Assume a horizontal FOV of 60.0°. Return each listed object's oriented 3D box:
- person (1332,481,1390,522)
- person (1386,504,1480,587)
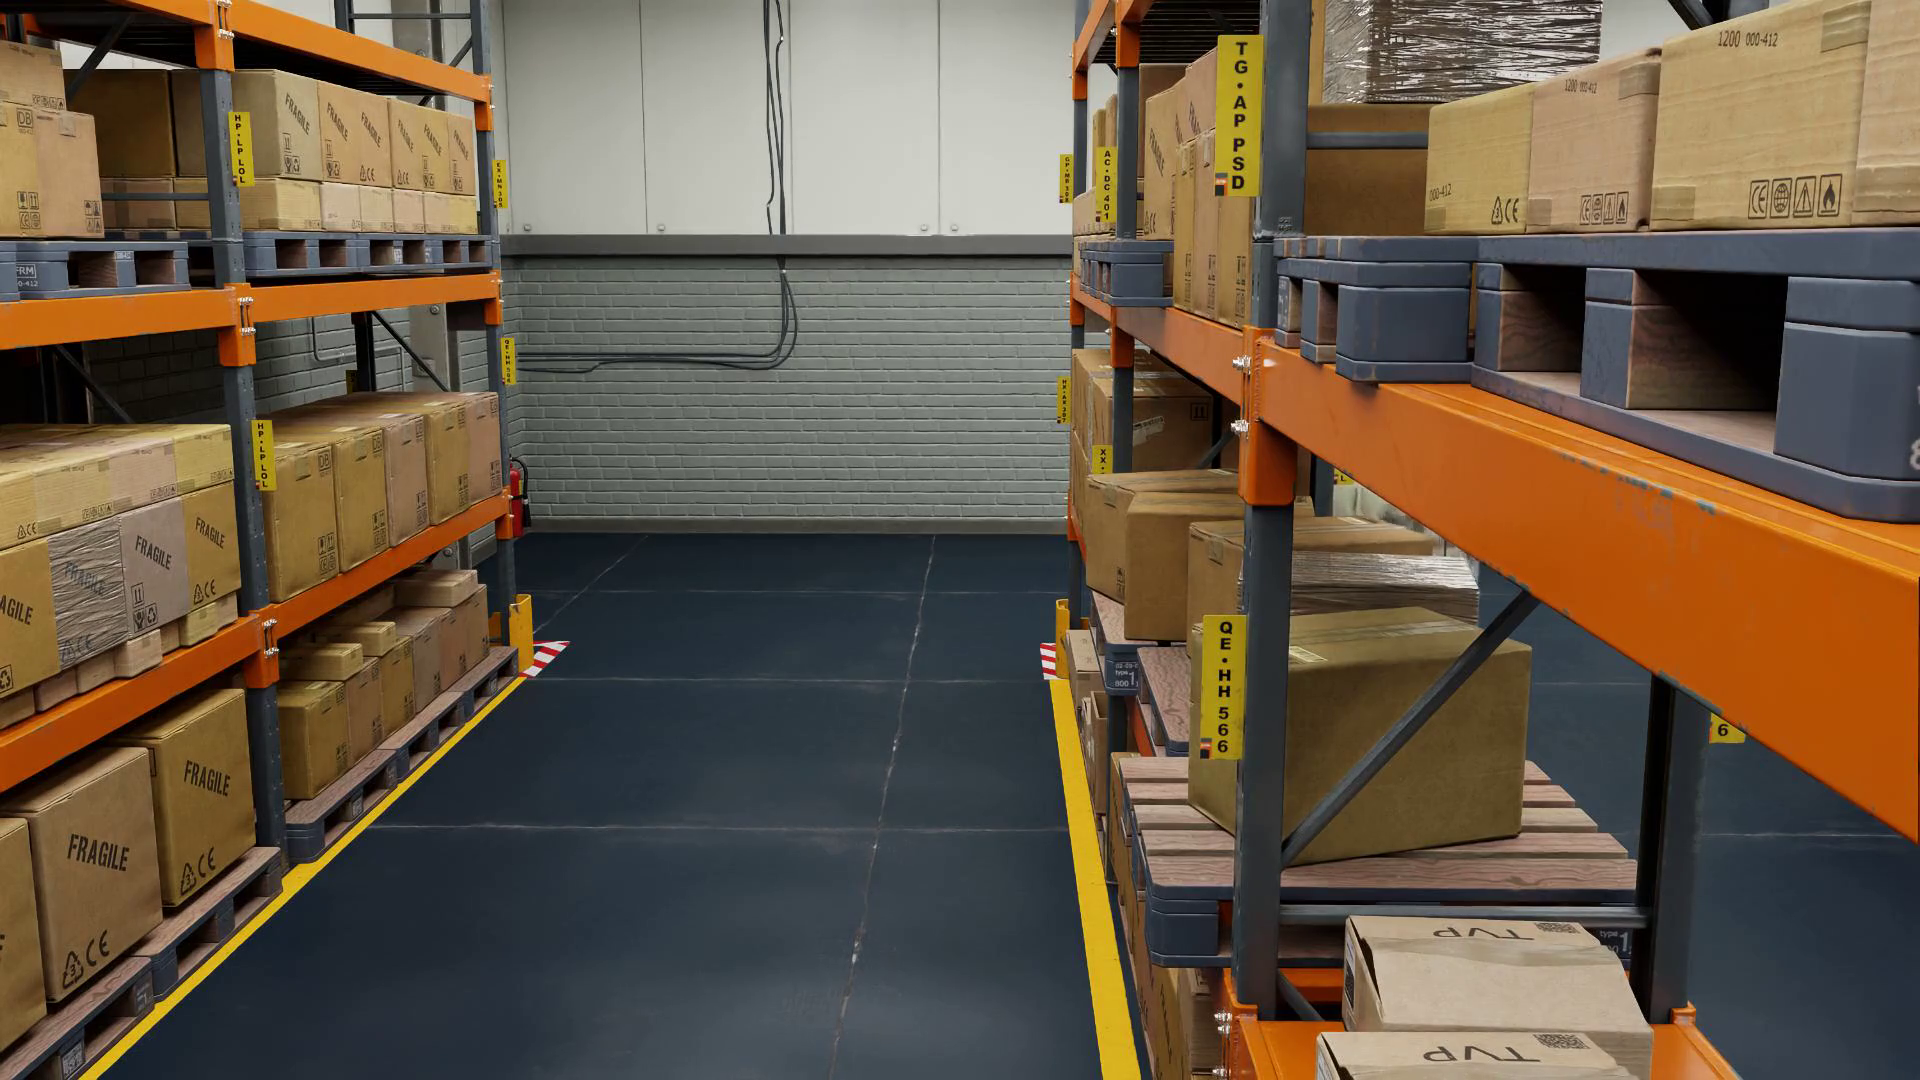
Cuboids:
[{"bbox_3d":[2.460,0.206,10.435,0.643,1.976,0.596,0,10,2],"label":"person"},{"bbox_3d":[2.921,0.191,10.407,0.637,2.015,0.707,-1,10,-8],"label":"person"}]
